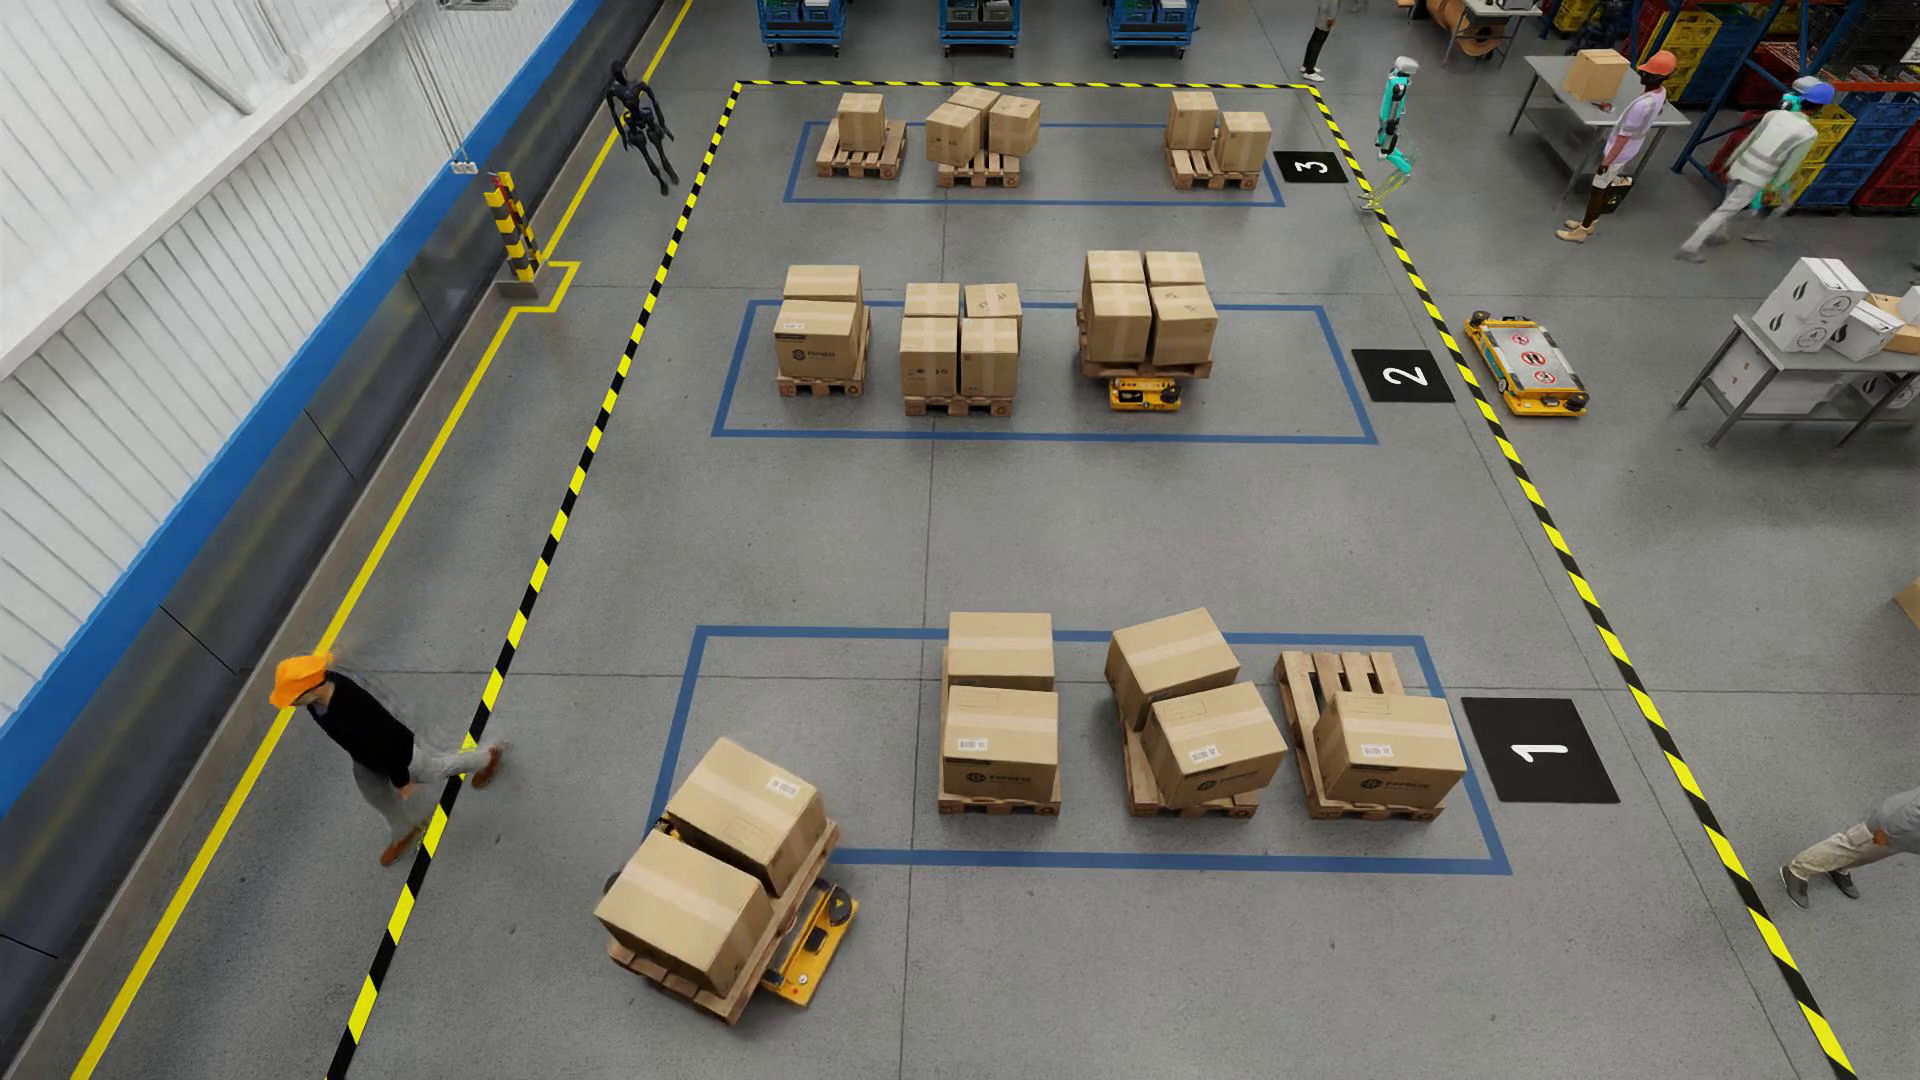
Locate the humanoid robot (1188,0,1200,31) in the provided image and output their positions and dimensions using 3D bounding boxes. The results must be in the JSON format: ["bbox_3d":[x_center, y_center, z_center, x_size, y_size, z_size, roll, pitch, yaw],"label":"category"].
[{"bbox_3d":[3.586,-8.855,14.284,0.611,1.636,0.608,7,49,6],"label":"humanoid robot"}]

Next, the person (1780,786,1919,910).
[{"bbox_3d":[5.416,1.582,5.171,0.572,1.768,0.398,-7,49,-6],"label":"person"}]

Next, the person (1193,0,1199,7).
[{"bbox_3d":[3.815,-9.640,14.755,0.606,1.965,0.371,-25,54,-20],"label":"person"}]

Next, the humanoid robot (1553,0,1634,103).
[{"bbox_3d":[8.643,-6.769,12.462,0.615,1.642,0.487,-1,49,-1],"label":"humanoid robot"}]

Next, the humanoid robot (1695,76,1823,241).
[{"bbox_3d":[9.070,-4.064,10.092,0.562,1.774,0.879,-27,54,-21],"label":"humanoid robot"}]

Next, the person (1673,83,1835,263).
[{"bbox_3d":[8.553,-3.912,9.860,0.853,1.880,0.637,-9,50,-8],"label":"person"}]

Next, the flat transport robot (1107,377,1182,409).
[{"bbox_3d":[1.774,-1.840,9.108,0.652,0.197,1.431,1,49,1],"label":"flat transport robot"}]

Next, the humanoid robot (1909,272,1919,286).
[{"bbox_3d":[10.566,-3.351,9.396,0.533,1.693,0.730,4,49,4],"label":"humanoid robot"}]

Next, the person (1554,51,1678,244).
[{"bbox_3d":[7.212,-4.284,10.076,0.400,2.036,0.601,36,58,27],"label":"person"}]

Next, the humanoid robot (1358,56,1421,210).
[{"bbox_3d":[5.037,-4.591,10.450,0.735,1.673,0.533,9,50,8],"label":"humanoid robot"}]

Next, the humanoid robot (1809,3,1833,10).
[{"bbox_3d":[12.727,-8.136,13.634,0.315,1.656,0.599,-25,54,-20],"label":"humanoid robot"}]

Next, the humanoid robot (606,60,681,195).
[{"bbox_3d":[-3.729,-4.862,10.817,0.632,1.625,0.481,-10,50,-9],"label":"humanoid robot"}]

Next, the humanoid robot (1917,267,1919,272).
[{"bbox_3d":[10.969,-3.555,9.675,0.325,1.656,0.589,36,58,27],"label":"humanoid robot"}]

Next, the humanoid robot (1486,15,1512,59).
[{"bbox_3d":[8.144,-8.061,13.576,0.599,1.648,0.372,23,53,18],"label":"humanoid robot"}]

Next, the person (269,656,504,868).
[{"bbox_3d":[-3.402,1.201,5.452,0.595,1.849,0.918,23,53,19],"label":"person"}]

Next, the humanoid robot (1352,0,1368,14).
[{"bbox_3d":[6.688,-9.404,14.743,0.685,1.853,0.548,-22,53,-18],"label":"humanoid robot"}]

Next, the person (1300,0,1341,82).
[{"bbox_3d":[5.278,-7.548,13.019,0.401,1.851,0.590,6,49,6],"label":"person"}]

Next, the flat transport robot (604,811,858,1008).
[{"bbox_3d":[-1.410,2.202,5.609,1.431,0.197,0.652,19,52,16],"label":"flat transport robot"}]

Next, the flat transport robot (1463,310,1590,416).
[{"bbox_3d":[5.573,-1.757,9.054,0.659,0.231,1.431,1,49,1],"label":"flat transport robot"}]
